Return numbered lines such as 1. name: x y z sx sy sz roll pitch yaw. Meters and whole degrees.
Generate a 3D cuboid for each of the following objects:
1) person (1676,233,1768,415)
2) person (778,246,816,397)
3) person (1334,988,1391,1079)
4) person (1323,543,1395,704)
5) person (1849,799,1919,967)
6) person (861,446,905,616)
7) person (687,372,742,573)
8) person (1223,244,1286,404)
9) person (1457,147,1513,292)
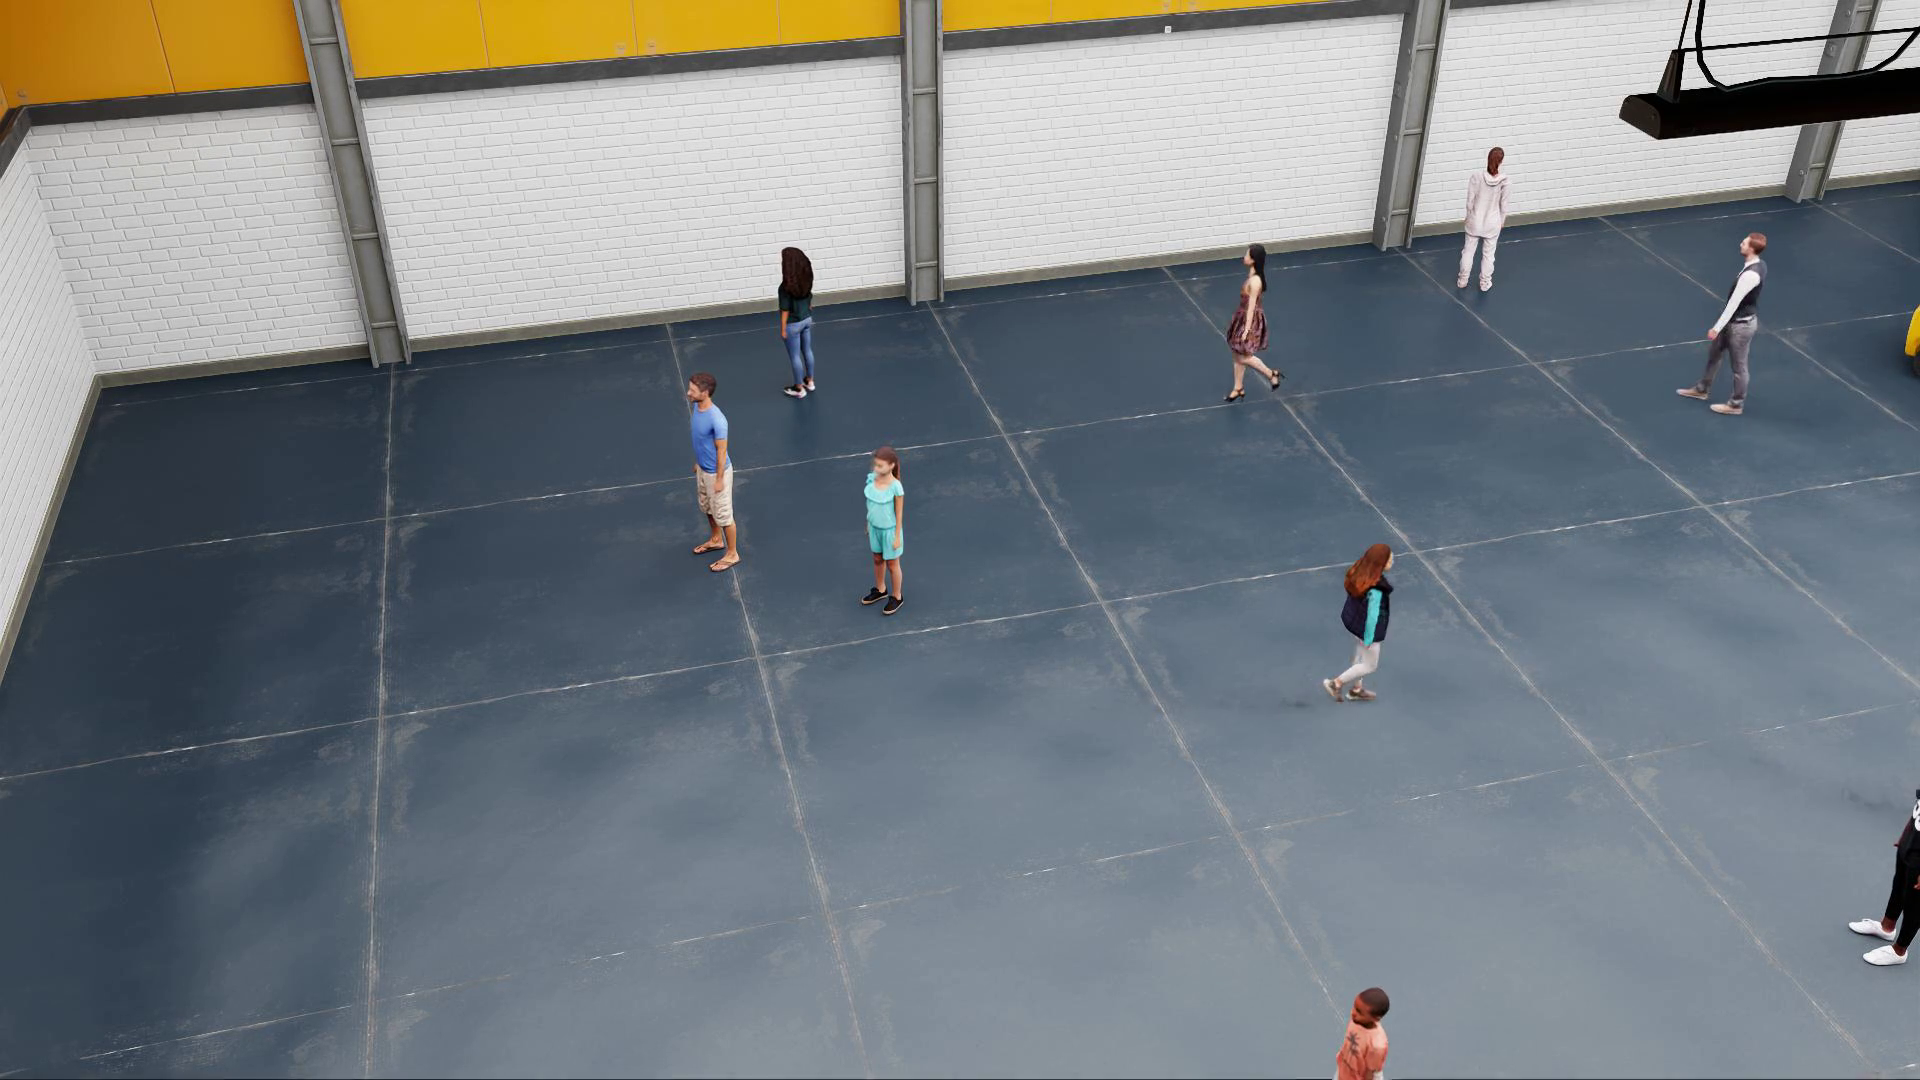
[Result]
1. person: 7.934 -2.136 16.696 1.040 1.915 0.957 13 36 18
2. person: -1.674 -2.255 17.147 0.763 1.614 0.687 24 40 31
3. person: 2.347 3.039 9.479 0.888 1.285 0.514 -10 35 -14
4. person: 3.085 0.658 12.876 0.746 1.491 0.652 -1 34 -1
5. person: 6.159 2.007 10.632 0.697 1.729 0.697 4 34 6
6. person: -0.626 -0.104 13.961 0.650 1.559 0.693 26 42 33
7. person: -2.151 -0.628 14.474 0.675 1.864 0.711 -21 39 -28
8. person: 2.998 -2.147 16.854 0.968 1.759 0.824 4 34 6
9. person: 6.079 -3.716 19.274 0.706 1.693 0.792 13 36 18
